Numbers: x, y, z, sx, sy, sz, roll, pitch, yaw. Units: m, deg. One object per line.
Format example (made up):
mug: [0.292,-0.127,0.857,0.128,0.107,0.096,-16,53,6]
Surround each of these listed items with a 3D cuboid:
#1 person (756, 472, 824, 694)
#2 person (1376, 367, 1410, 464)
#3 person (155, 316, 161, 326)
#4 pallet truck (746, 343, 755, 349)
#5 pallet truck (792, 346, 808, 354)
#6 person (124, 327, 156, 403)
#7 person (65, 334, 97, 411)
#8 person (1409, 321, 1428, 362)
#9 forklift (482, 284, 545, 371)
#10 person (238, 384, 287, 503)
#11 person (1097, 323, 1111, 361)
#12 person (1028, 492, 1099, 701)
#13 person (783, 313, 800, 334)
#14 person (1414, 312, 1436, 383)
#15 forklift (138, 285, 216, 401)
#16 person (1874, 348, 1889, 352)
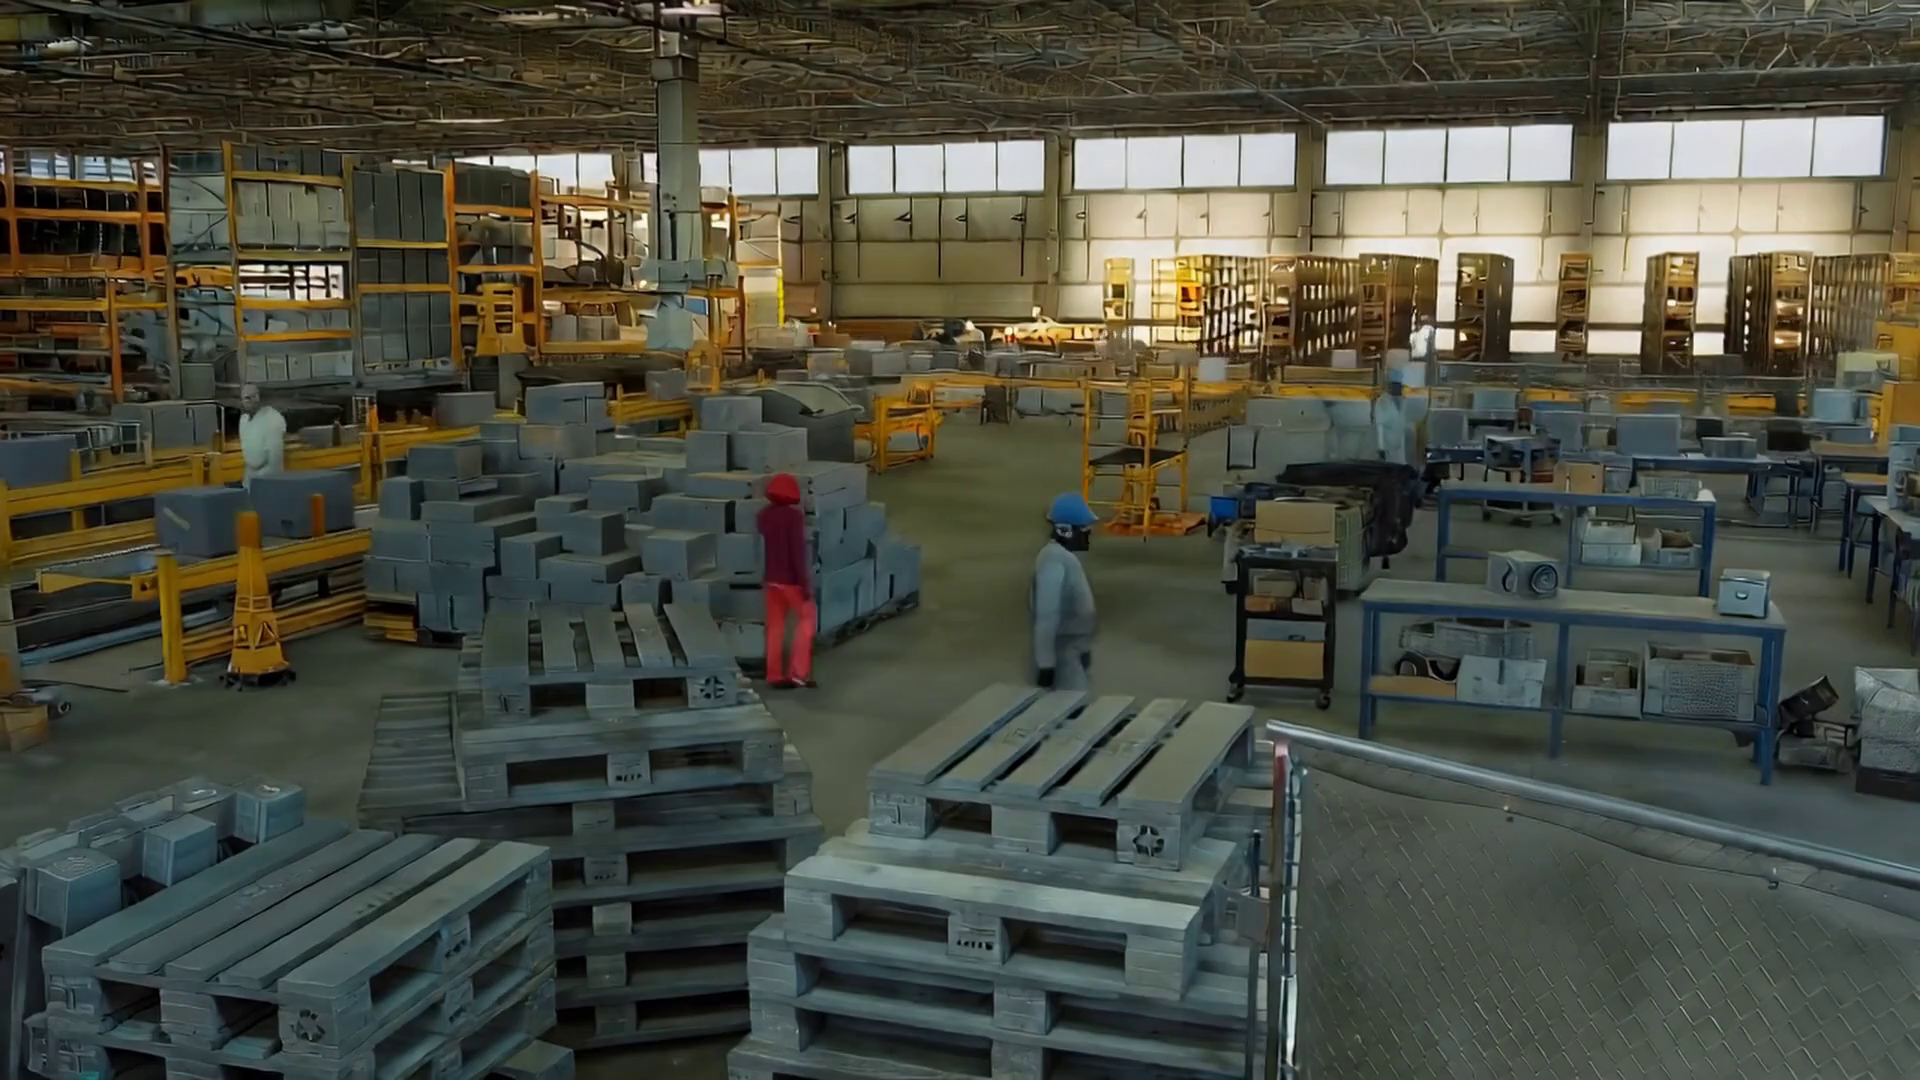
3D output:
person: [-1.235,0.309,12.122,0.553,1.604,0.546,7,12,39]
person: [5.304,-1.181,20.501,0.577,1.921,0.518,-9,13,-43]
person: [-24.576,-5.975,50.924,0.631,1.823,0.694,5,10,27]
pallet truck: [-6.183,-4.618,44.264,1.601,1.201,0.680,-9,12,-43]
pallet truck: [-3.705,-4.298,42.022,0.653,1.274,1.630,3,10,20]
person: [-16.033,-3.151,32.540,0.437,2.030,0.640,4,10,24]
person: [-16.713,-2.954,31.627,0.582,1.921,0.446,-7,11,-37]
person: [11.861,-4.749,43.141,0.567,1.846,0.389,-5,10,-27]
forklift: [-10.832,-4.702,39.610,1.129,2.768,1.873,3,10,20]
person: [-7.561,-0.728,17.852,0.642,1.862,0.933,3,10,21]
person: [3.569,-4.706,42.992,0.757,1.801,0.610,0,9,-1]
person: [0.714,0.625,9.547,0.873,1.792,0.621,2,9,9]
person: [-5.070,-5.930,50.415,0.655,1.889,0.710,6,11,35]
person: [12.956,-5.337,46.361,0.624,1.998,0.996,4,10,24]
forklift: [-17.480,-4.200,36.461,1.873,2.768,1.129,3,10,19]
person: [22.026,-4.285,39.995,0.643,1.938,0.988,-6,11,-33]
